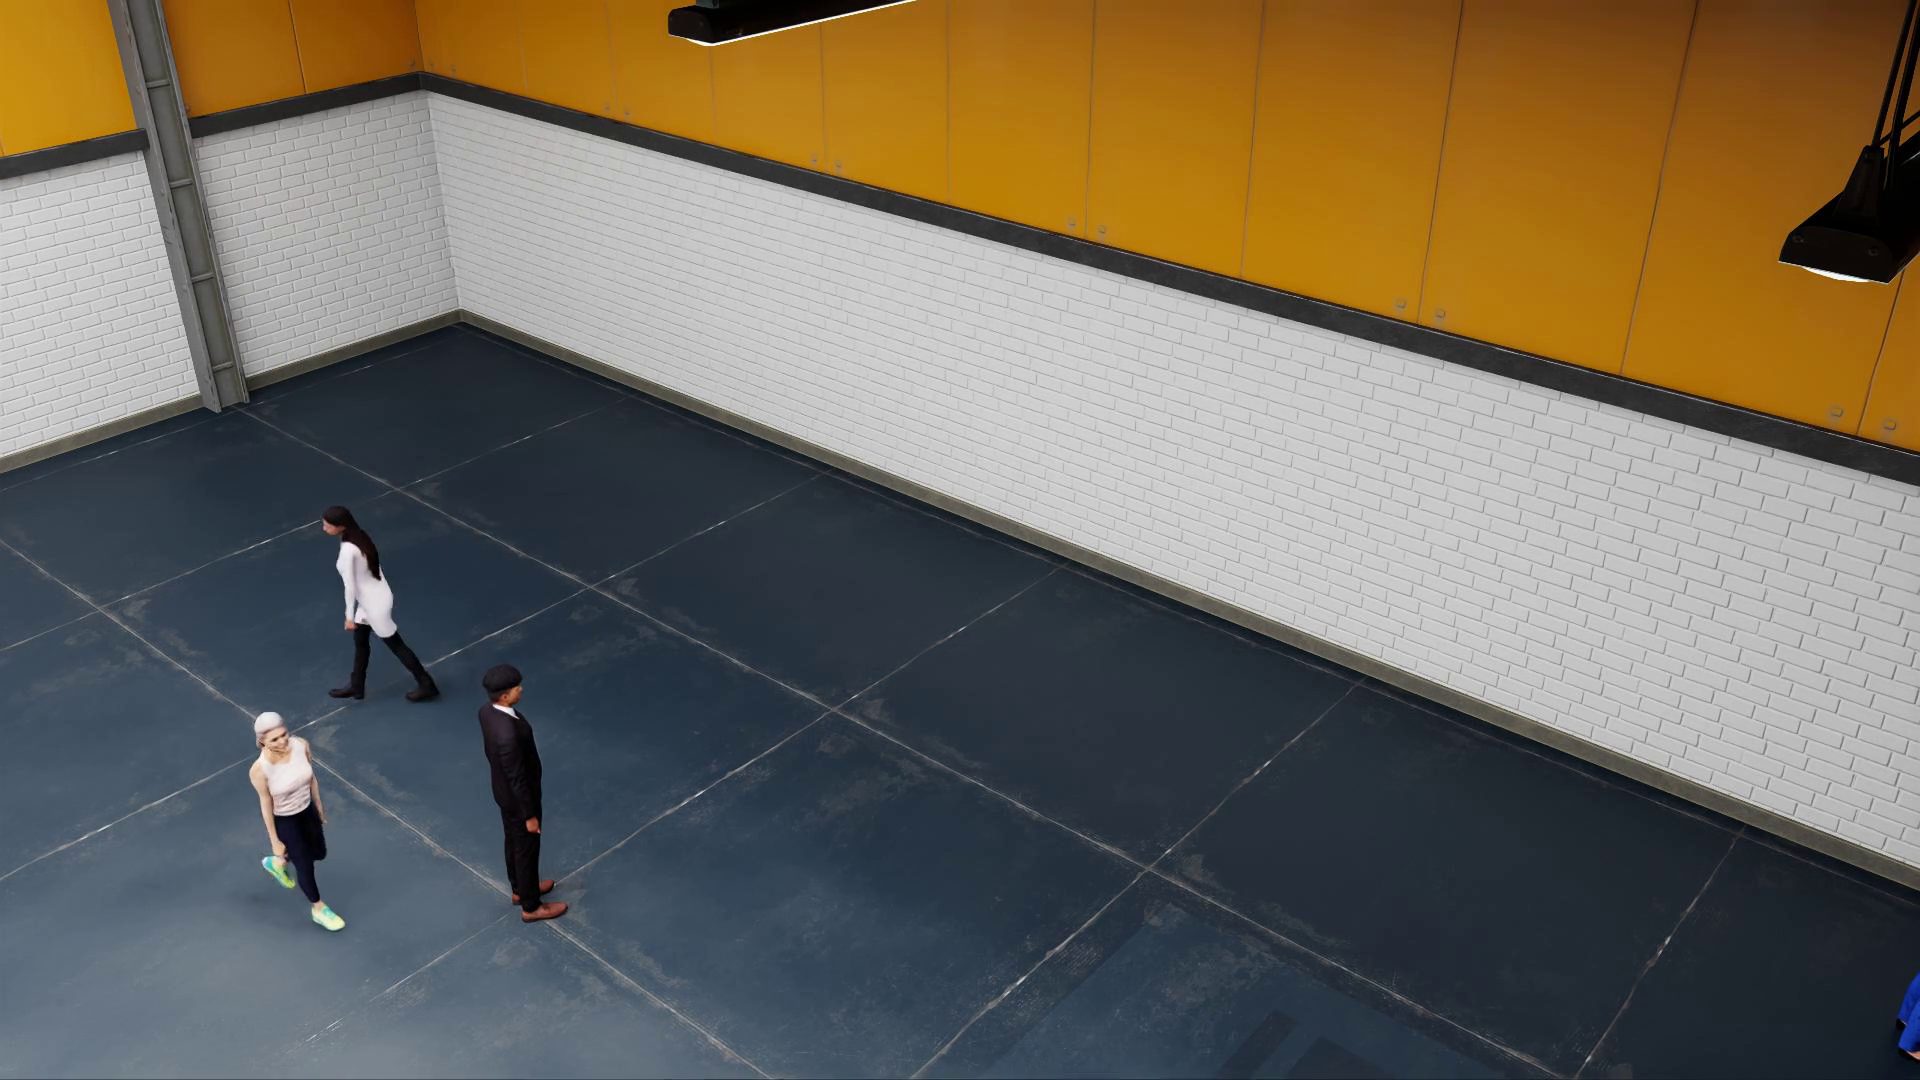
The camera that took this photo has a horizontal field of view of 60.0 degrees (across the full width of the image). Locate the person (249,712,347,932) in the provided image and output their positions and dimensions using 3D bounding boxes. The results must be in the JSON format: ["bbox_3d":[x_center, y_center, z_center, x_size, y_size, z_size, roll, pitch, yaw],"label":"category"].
[{"bbox_3d":[-4.322,1.772,10.599,0.787,1.681,0.887,12,31,21],"label":"person"}]

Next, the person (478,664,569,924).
[{"bbox_3d":[-2.859,1.619,10.670,0.683,1.882,0.760,-16,32,-27],"label":"person"}]

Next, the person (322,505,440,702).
[{"bbox_3d":[-4.425,0.511,12.827,1.143,1.761,1.037,-2,29,-4],"label":"person"}]
